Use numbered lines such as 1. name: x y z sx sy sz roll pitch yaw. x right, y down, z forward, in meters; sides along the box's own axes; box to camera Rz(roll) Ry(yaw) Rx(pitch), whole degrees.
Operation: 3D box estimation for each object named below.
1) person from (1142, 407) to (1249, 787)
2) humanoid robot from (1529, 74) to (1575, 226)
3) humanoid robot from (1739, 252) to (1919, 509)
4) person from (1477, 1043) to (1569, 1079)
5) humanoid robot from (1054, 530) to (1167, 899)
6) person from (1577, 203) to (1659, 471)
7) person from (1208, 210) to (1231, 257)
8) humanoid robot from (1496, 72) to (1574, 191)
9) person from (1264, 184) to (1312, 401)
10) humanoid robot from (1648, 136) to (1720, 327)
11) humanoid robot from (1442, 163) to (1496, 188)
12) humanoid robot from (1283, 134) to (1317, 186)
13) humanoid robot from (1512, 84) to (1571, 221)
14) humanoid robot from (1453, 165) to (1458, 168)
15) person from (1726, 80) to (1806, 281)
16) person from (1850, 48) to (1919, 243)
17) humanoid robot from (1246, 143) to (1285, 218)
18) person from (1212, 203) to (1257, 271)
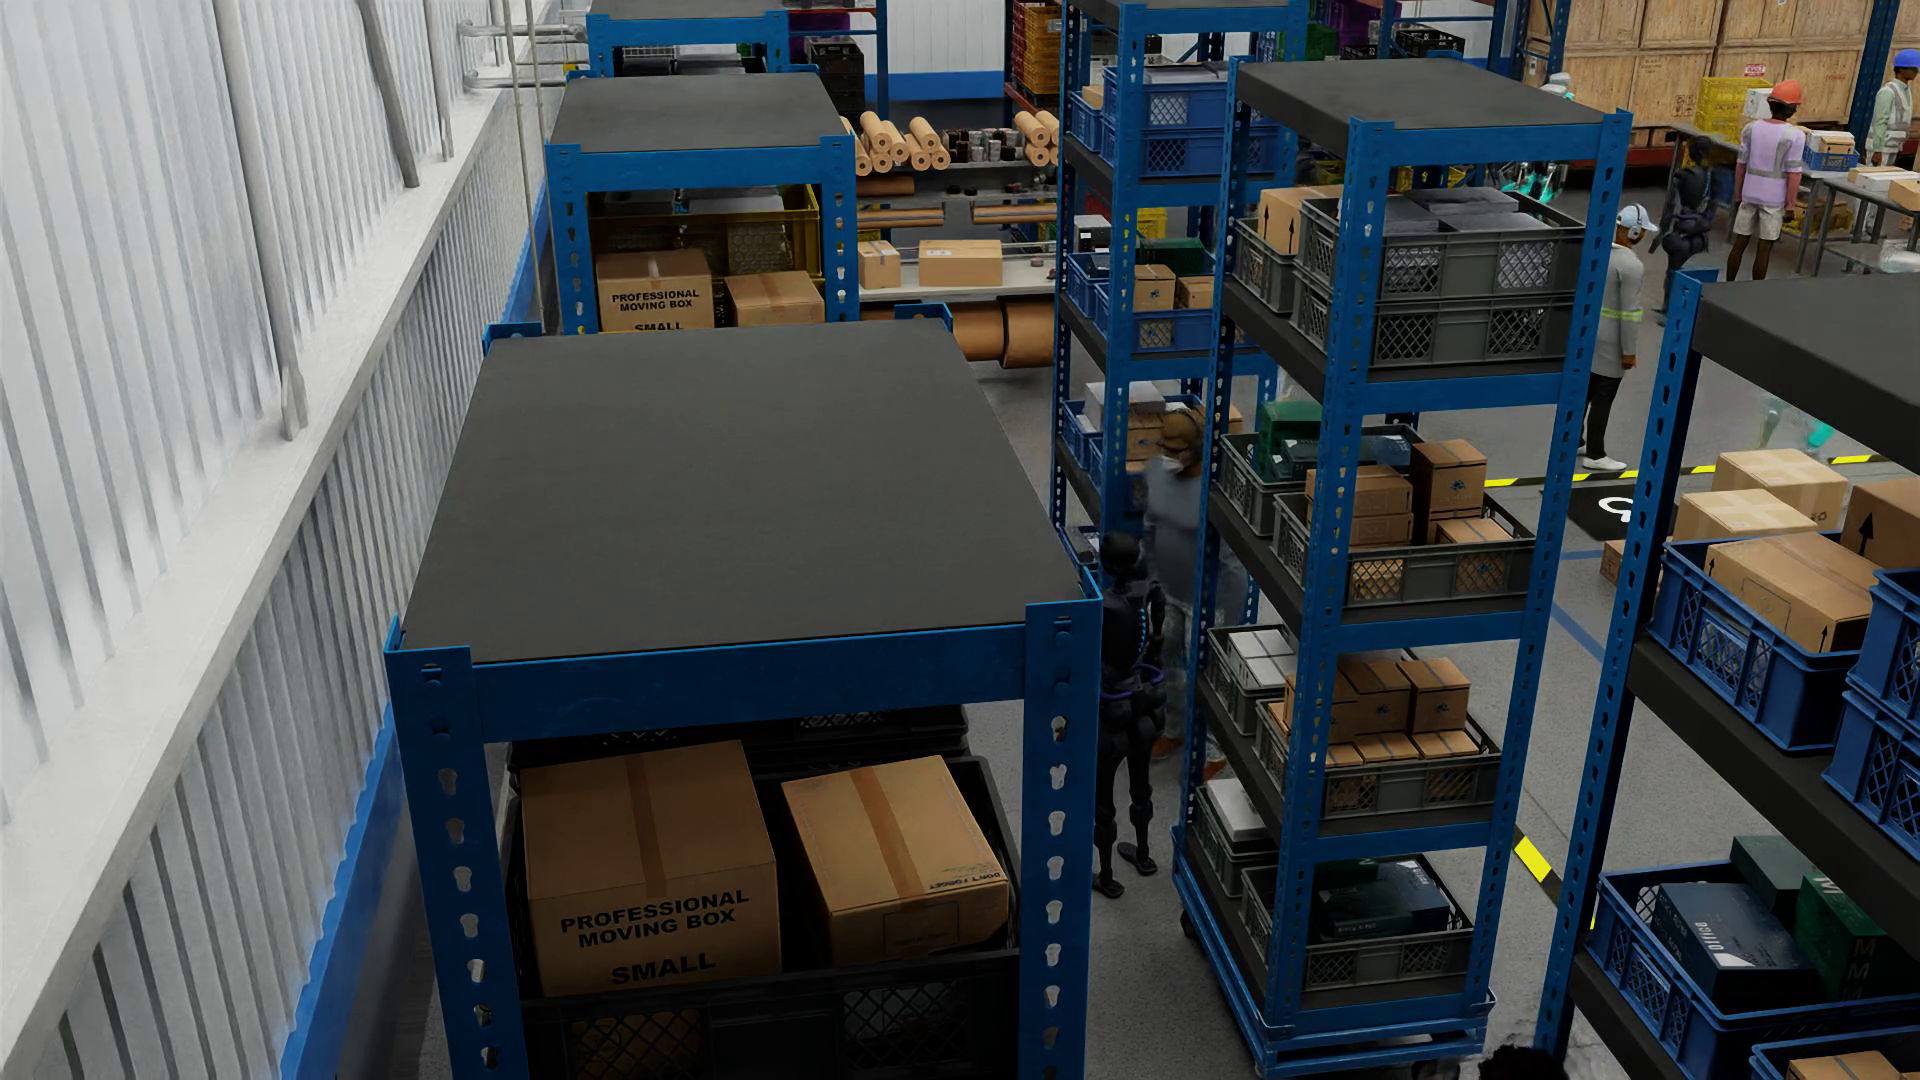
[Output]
1. person: 1.068 0.270 7.747 0.413 1.919 0.656 -19 31 -36
2. humanoid robot: 6.232 -4.134 17.675 0.634 1.619 0.790 -4 25 -8
3. humanoid robot: 5.611 -1.065 10.916 1.019 1.767 0.552 15 29 29
4. person: 1.146 2.001 3.969 0.639 1.913 0.952 20 31 37
5. humanoid robot: 0.655 0.727 7.019 0.599 1.654 0.315 -19 31 -36
6. person: 4.487 -1.394 11.436 0.392 1.850 0.587 -4 25 -9
7. person: 2.626 -3.740 16.499 0.574 1.882 0.356 -2 25 -5
8. humanoid robot: 5.724 -3.859 16.821 0.740 1.699 0.532 5 25 12
9. person: 2.390 -1.692 12.134 0.653 1.816 0.496 -20 31 -36
10. humanoid robot: 6.260 -2.671 14.429 0.615 1.641 0.499 -11 27 -22
11. humanoid robot: 5.124 -3.774 16.799 0.599 1.657 0.315 3 25 6
12. humanoid robot: 2.977 -2.909 14.946 0.412 1.637 0.584 -10 27 -21
13. humanoid robot: 5.519 -3.438 15.970 0.531 1.762 0.736 15 29 29
14. humanoid robot: 5.468 -4.786 18.987 0.815 1.804 0.566 -6 25 -13
15. person: 7.176 -3.052 14.814 0.373 2.044 0.606 -15 28 -29
16. person: 9.499 -4.026 17.078 0.380 1.918 0.601 23 33 40
17. humanoid robot: 3.060 -3.812 16.830 0.538 1.762 0.830 10 27 21
18. person: 2.461 -3.257 15.562 0.621 1.782 0.633 -13 28 -25
